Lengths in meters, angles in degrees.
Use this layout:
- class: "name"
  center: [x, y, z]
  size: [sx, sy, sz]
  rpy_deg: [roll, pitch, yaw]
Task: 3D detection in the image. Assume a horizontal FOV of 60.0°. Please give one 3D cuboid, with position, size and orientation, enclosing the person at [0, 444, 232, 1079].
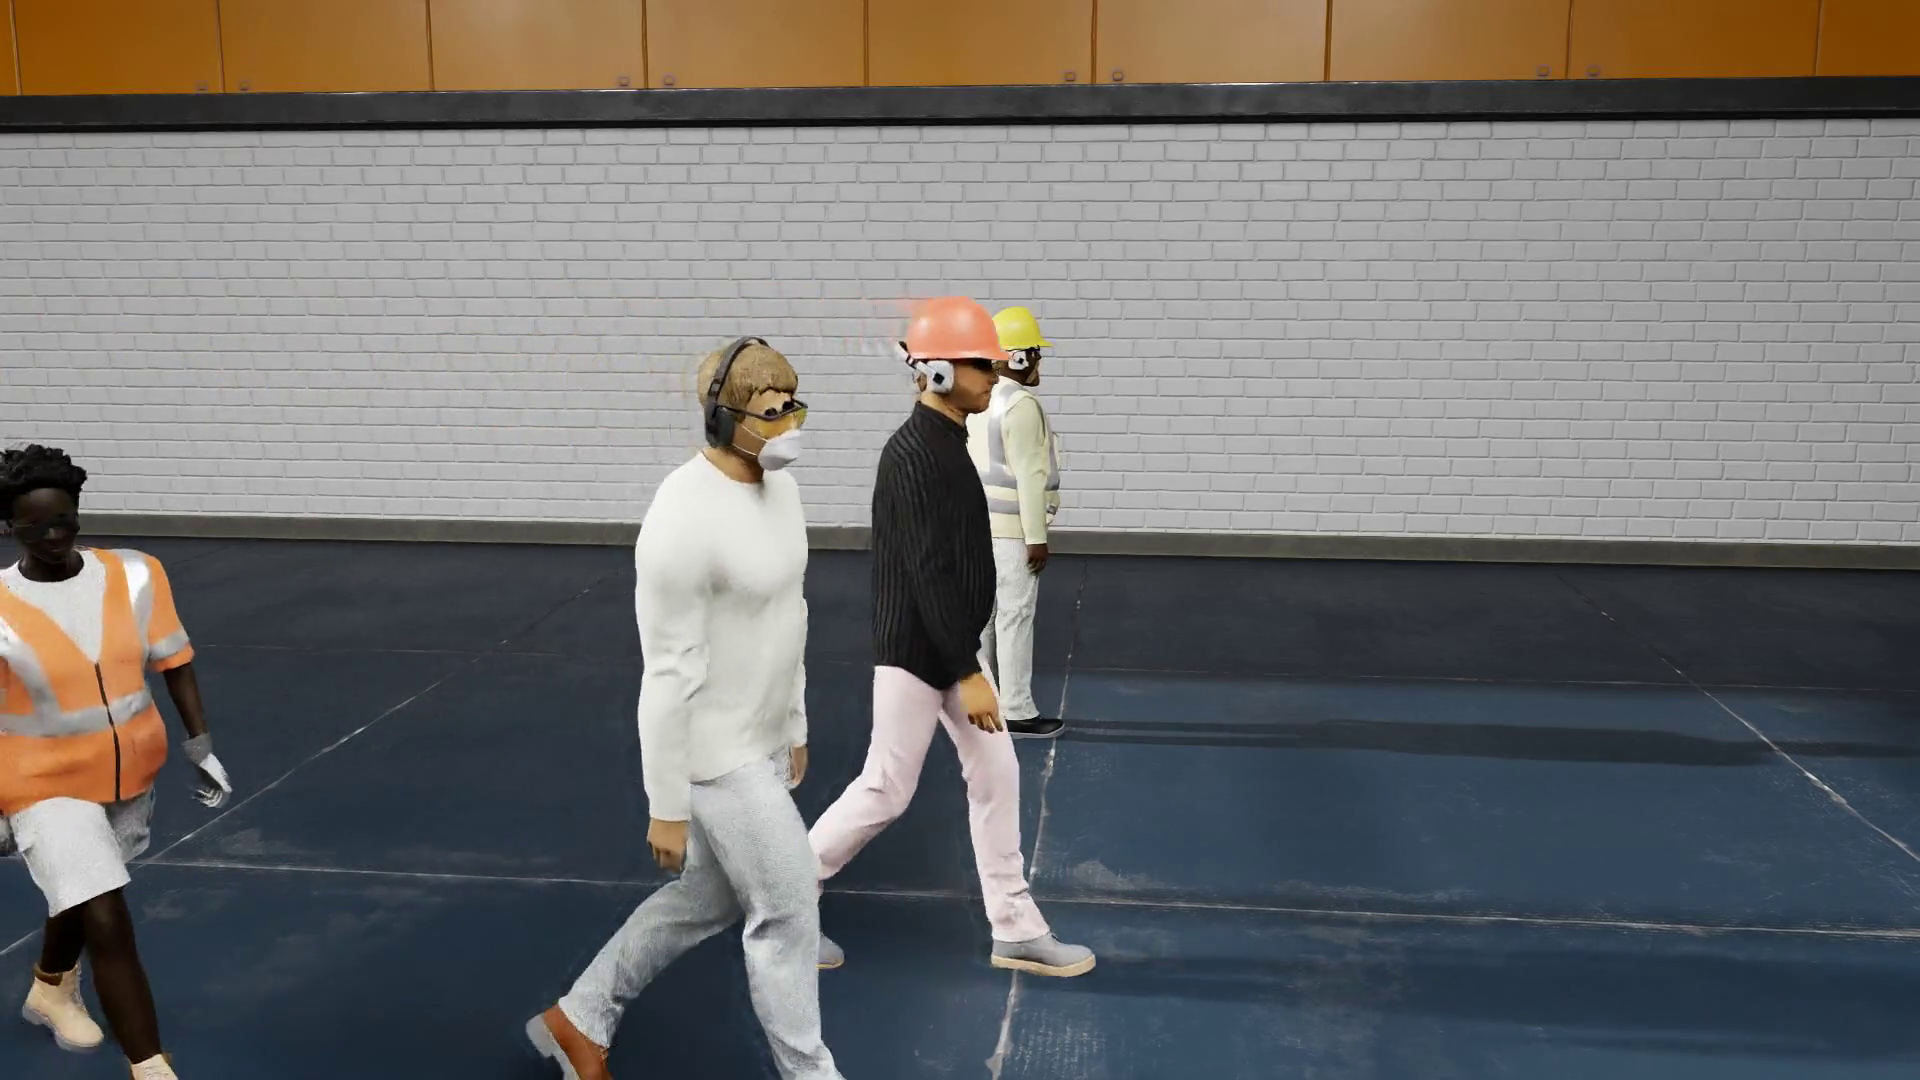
- class: "person"
  center: [-2.146, 0.570, 4.014]
  size: [0.907, 1.648, 0.537]
  rpy_deg: [6, 11, 30]

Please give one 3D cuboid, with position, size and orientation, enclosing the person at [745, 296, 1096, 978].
- class: "person"
  center: [-0.140, 0.298, 4.673]
  size: [0.967, 1.959, 0.607]
  rpy_deg: [2, 10, 13]

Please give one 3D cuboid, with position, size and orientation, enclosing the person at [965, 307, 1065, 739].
- class: "person"
  center: [0.225, -0.073, 7.121]
  size: [0.403, 1.835, 0.588]
  rpy_deg: [-5, 11, -25]

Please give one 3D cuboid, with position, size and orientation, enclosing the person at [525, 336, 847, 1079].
- class: "person"
  center: [-0.587, 0.479, 3.800]
  size: [0.921, 1.904, 0.646]
  rpy_deg: [2, 10, 12]
